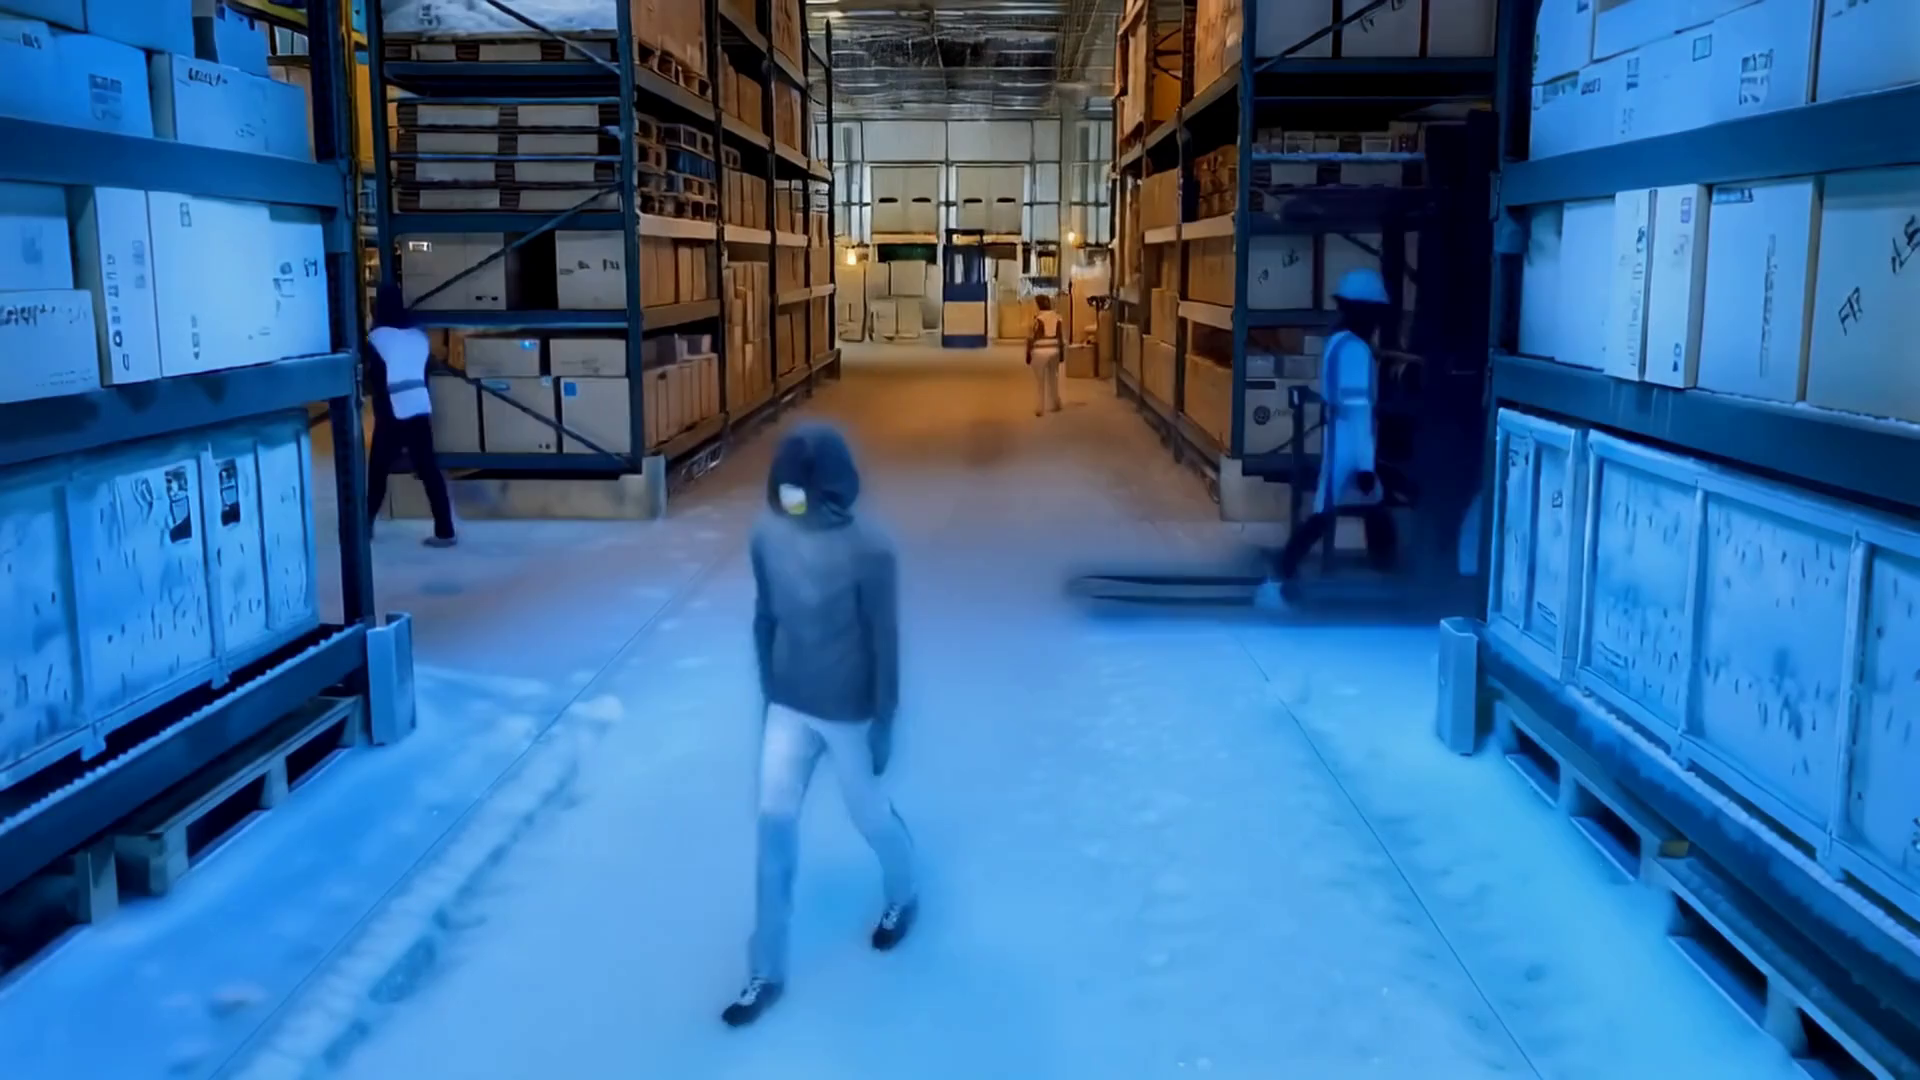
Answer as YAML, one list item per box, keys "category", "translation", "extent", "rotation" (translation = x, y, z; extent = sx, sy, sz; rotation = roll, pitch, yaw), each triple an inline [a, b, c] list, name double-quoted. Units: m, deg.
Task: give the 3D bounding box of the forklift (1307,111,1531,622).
- category: "forklift"
  translation: [2.892, -0.994, 9.517]
  extent: [1.873, 2.768, 1.129]
  rotation: [0, 9, 1]

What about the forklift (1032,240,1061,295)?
- category: "forklift"
  translation: [3.172, -9.648, 61.356]
  extent: [1.129, 2.768, 1.873]
  rotation: [0, 9, 1]

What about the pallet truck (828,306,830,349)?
- category: "pallet truck"
  translation: [-3.100, -3.940, 29.800]
  extent: [1.885, 1.965, 0.823]
  rotation: [3, 10, 19]

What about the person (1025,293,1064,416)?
- category: "person"
  translation: [1.111, -2.454, 21.999]
  extent: [0.529, 1.623, 0.408]
  rotation: [-6, 11, -31]

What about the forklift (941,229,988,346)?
- category: "forklift"
  translation: [0.124, -6.117, 40.203]
  extent: [1.129, 2.768, 1.873]
  rotation: [0, 9, 1]

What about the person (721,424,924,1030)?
- category: "person"
  translation: [-0.355, 0.461, 4.635]
  extent: [0.505, 1.595, 0.854]
  rotation: [5, 11, 29]

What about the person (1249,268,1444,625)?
- category: "person"
  translation: [2.145, -0.501, 9.251]
  extent: [1.077, 1.996, 0.623]
  rotation: [2, 10, 10]

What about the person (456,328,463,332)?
- category: "person"
  translation: [-10.286, -4.535, 33.902]
  extent: [0.964, 1.811, 0.570]
  rotation: [4, 10, 25]

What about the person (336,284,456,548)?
- category: "person"
  translation: [-4.014, -0.873, 11.830]
  extent: [1.010, 1.860, 0.622]
  rotation: [5, 10, 25]

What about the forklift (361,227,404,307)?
- category: "forklift"
  translation: [-13.139, -5.661, 37.472]
  extent: [1.129, 2.768, 1.873]
  rotation: [0, 9, 1]
